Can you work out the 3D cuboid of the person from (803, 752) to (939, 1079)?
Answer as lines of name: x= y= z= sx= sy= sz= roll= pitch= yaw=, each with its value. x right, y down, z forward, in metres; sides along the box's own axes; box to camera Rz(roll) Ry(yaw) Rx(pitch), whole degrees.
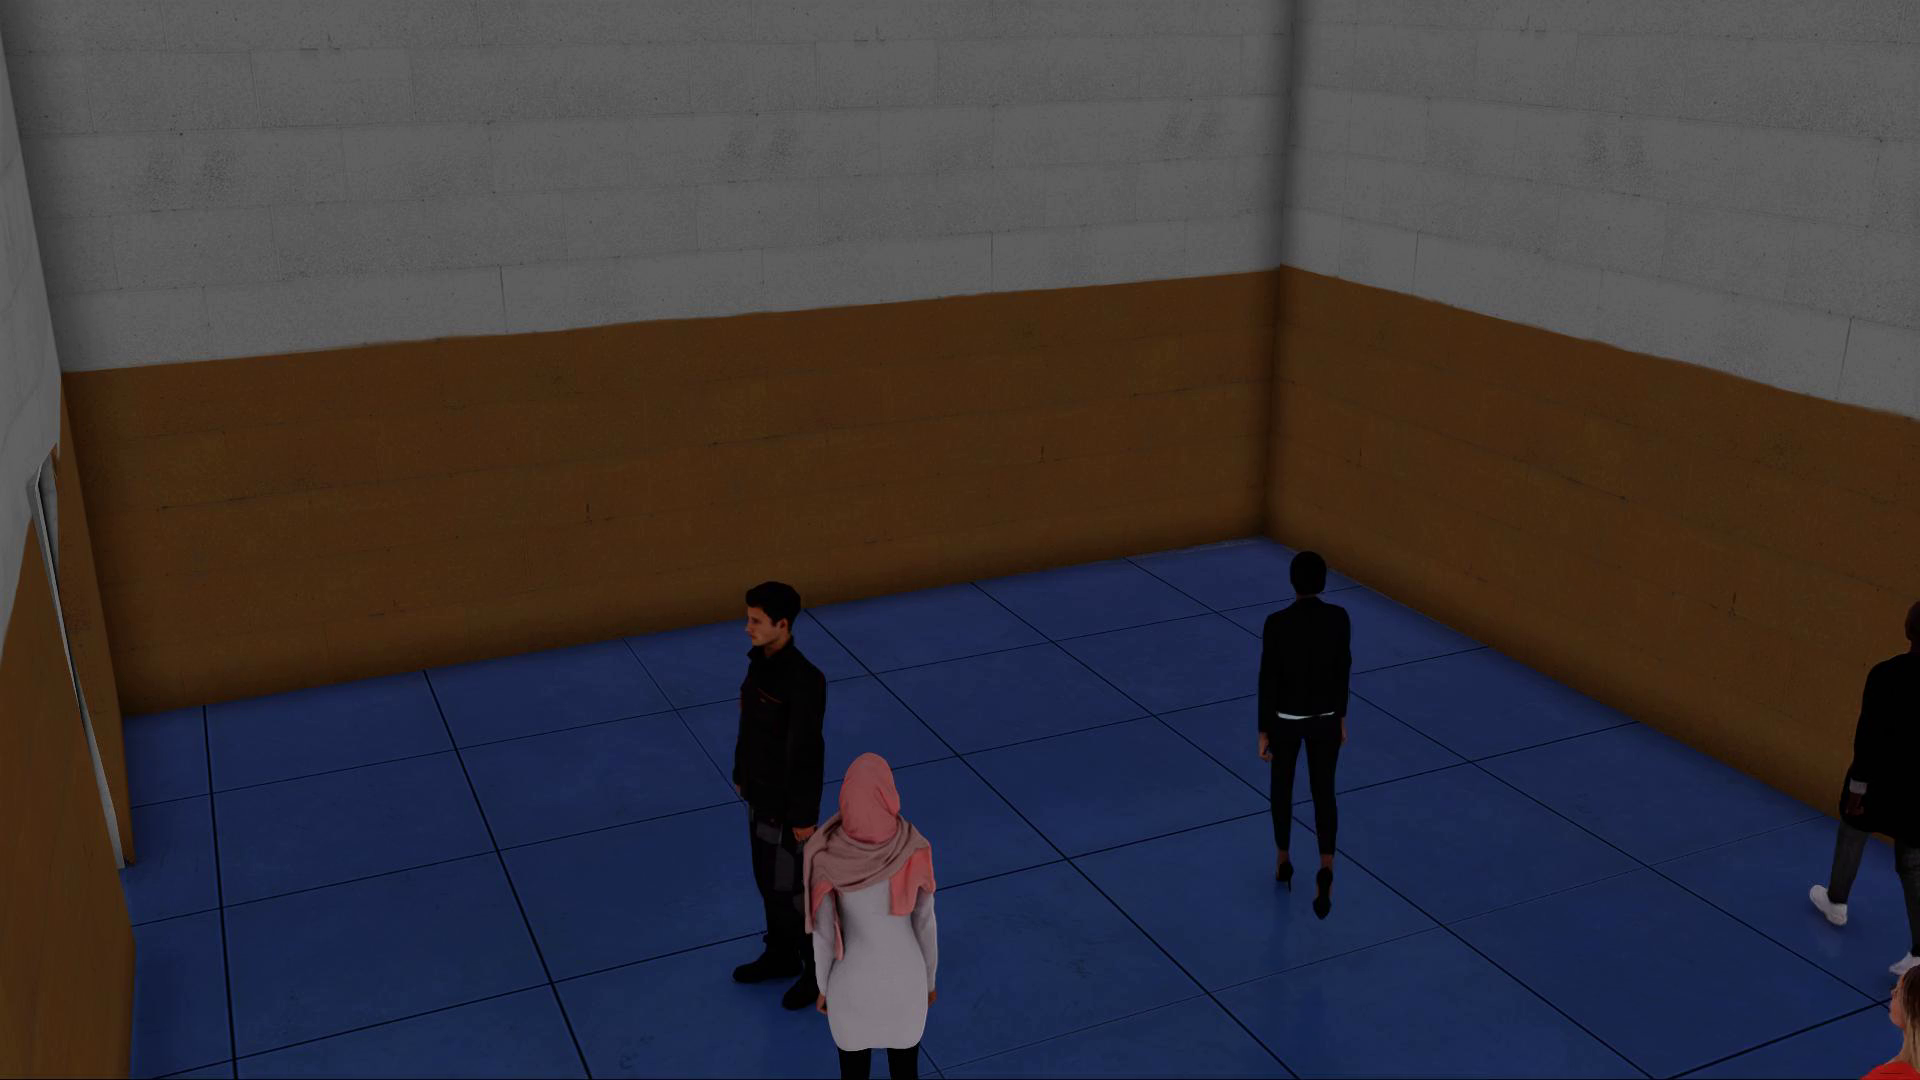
person: x=-0.302 y=1.588 z=5.988 sx=0.656 sy=1.804 sz=0.773 roll=-1 pitch=19 yaw=-4

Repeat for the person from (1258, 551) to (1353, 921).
person: x=1.647 y=0.955 z=7.850 sx=1.039 sy=1.814 sz=0.947 roll=0 pitch=19 yaw=-1

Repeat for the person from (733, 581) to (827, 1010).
person: x=-0.736 y=1.079 z=7.276 sx=0.650 sy=1.945 sz=0.712 roll=-9 pitch=21 yaw=-25

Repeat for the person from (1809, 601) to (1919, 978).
person: x=4.236 y=1.143 z=7.437 sx=1.203 sy=1.723 sz=1.085 roll=1 pitch=19 yaw=3
